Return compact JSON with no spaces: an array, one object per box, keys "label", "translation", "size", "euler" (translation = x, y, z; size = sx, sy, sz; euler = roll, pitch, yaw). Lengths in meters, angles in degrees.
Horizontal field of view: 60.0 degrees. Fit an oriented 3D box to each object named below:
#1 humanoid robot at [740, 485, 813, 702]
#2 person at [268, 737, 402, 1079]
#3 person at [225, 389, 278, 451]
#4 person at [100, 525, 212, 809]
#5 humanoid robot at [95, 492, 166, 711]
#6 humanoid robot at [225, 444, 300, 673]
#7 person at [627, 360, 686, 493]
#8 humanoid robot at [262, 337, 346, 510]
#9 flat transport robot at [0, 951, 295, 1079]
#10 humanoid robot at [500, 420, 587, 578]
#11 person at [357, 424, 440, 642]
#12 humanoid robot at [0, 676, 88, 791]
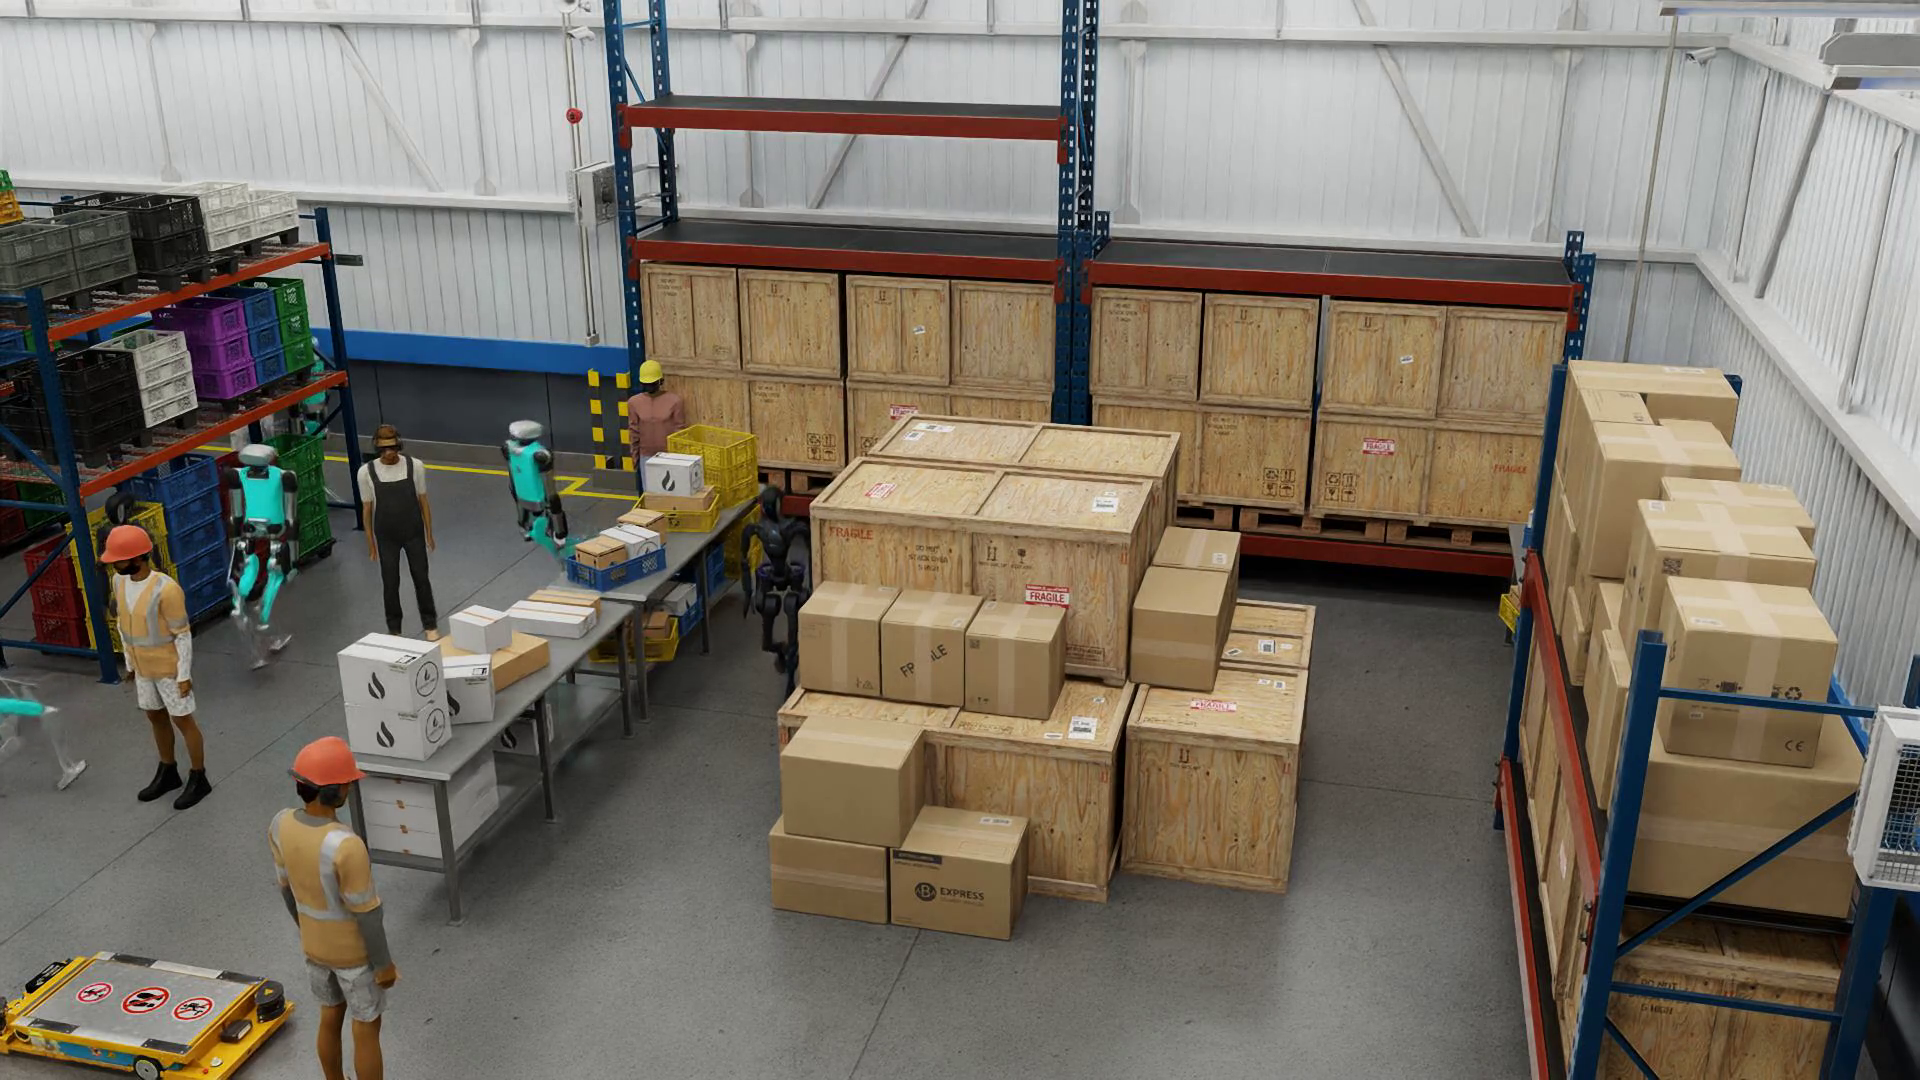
[{"label":"humanoid robot","translation":[-1.290,0.345,12.194],"size":[0.610,1.639,0.559],"euler":[0,21,1]},{"label":"person","translation":[-2.852,1.853,7.730],"size":[0.604,2.033,0.386],"euler":[12,24,29]},{"label":"person","translation":[-7.104,-1.437,16.624],"size":[0.430,1.833,0.619],"euler":[18,27,39]},{"label":"person","translation":[-5.133,0.804,10.612],"size":[0.545,1.934,0.372],"euler":[9,23,23]},{"label":"humanoid robot","translation":[-5.901,0.434,11.925],"size":[0.587,1.647,0.370],"euler":[5,21,13]},{"label":"humanoid robot","translation":[-5.273,0.222,12.457],"size":[0.567,1.755,1.010],"euler":[0,21,0]},{"label":"person","translation":[-2.710,-0.765,14.962],"size":[0.521,1.762,0.335],"euler":[0,21,-1]},{"label":"humanoid robot","translation":[-6.404,-1.089,15.919],"size":[1.046,1.764,0.538],"euler":[6,22,15]},{"label":"flat transport robot","translation":[-4.270,2.464,8.601],"size":[1.431,0.231,0.659],"euler":[5,22,13]},{"label":"humanoid robot","translation":[-3.240,-0.126,13.374],"size":[0.537,1.823,0.703],"euler":[15,25,34]},{"label":"person","translation":[-4.358,-0.027,12.931],"size":[0.504,1.837,0.336],"euler":[-9,23,-23]},{"label":"humanoid robot","translation":[-6.129,0.904,10.700],"size":[1.011,1.778,0.532],"euler":[-10,23,-24]}]
